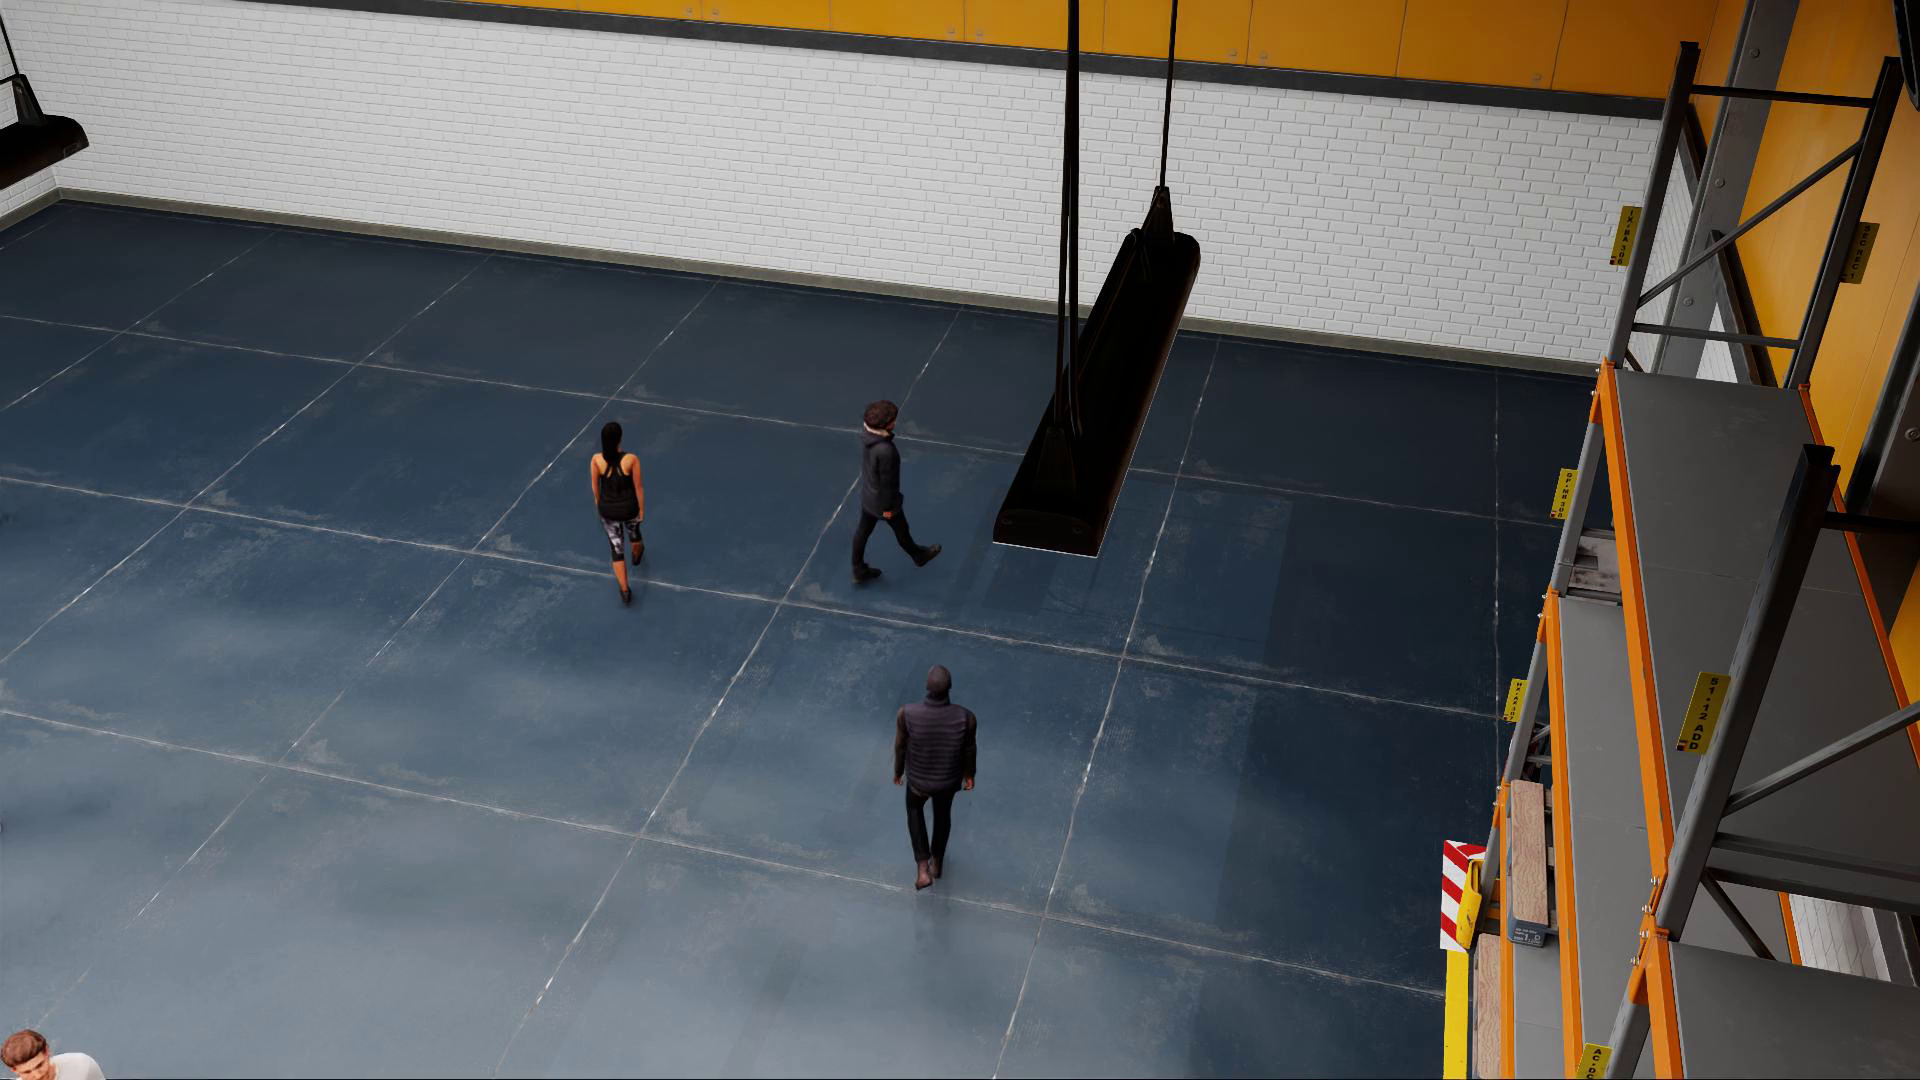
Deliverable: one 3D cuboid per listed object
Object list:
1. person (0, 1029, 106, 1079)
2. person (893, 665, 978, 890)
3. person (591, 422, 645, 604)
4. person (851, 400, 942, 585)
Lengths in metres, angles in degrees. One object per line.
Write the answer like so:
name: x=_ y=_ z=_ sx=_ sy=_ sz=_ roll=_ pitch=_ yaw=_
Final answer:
person: x=-4.639 y=3.190 z=8.754 sx=1.112 sy=1.881 sz=1.070 roll=-27 pitch=42 yaw=-34
person: x=-0.182 y=1.639 z=11.137 sx=0.851 sy=1.826 sz=0.944 roll=-1 pitch=34 yaw=-1
person: x=-2.902 y=-0.223 z=14.122 sx=0.853 sy=1.624 sz=1.133 roll=-3 pitch=34 yaw=-5
person: x=-0.749 y=-0.356 z=14.227 sx=1.148 sy=1.728 sz=1.083 roll=-18 pitch=38 yaw=-25
